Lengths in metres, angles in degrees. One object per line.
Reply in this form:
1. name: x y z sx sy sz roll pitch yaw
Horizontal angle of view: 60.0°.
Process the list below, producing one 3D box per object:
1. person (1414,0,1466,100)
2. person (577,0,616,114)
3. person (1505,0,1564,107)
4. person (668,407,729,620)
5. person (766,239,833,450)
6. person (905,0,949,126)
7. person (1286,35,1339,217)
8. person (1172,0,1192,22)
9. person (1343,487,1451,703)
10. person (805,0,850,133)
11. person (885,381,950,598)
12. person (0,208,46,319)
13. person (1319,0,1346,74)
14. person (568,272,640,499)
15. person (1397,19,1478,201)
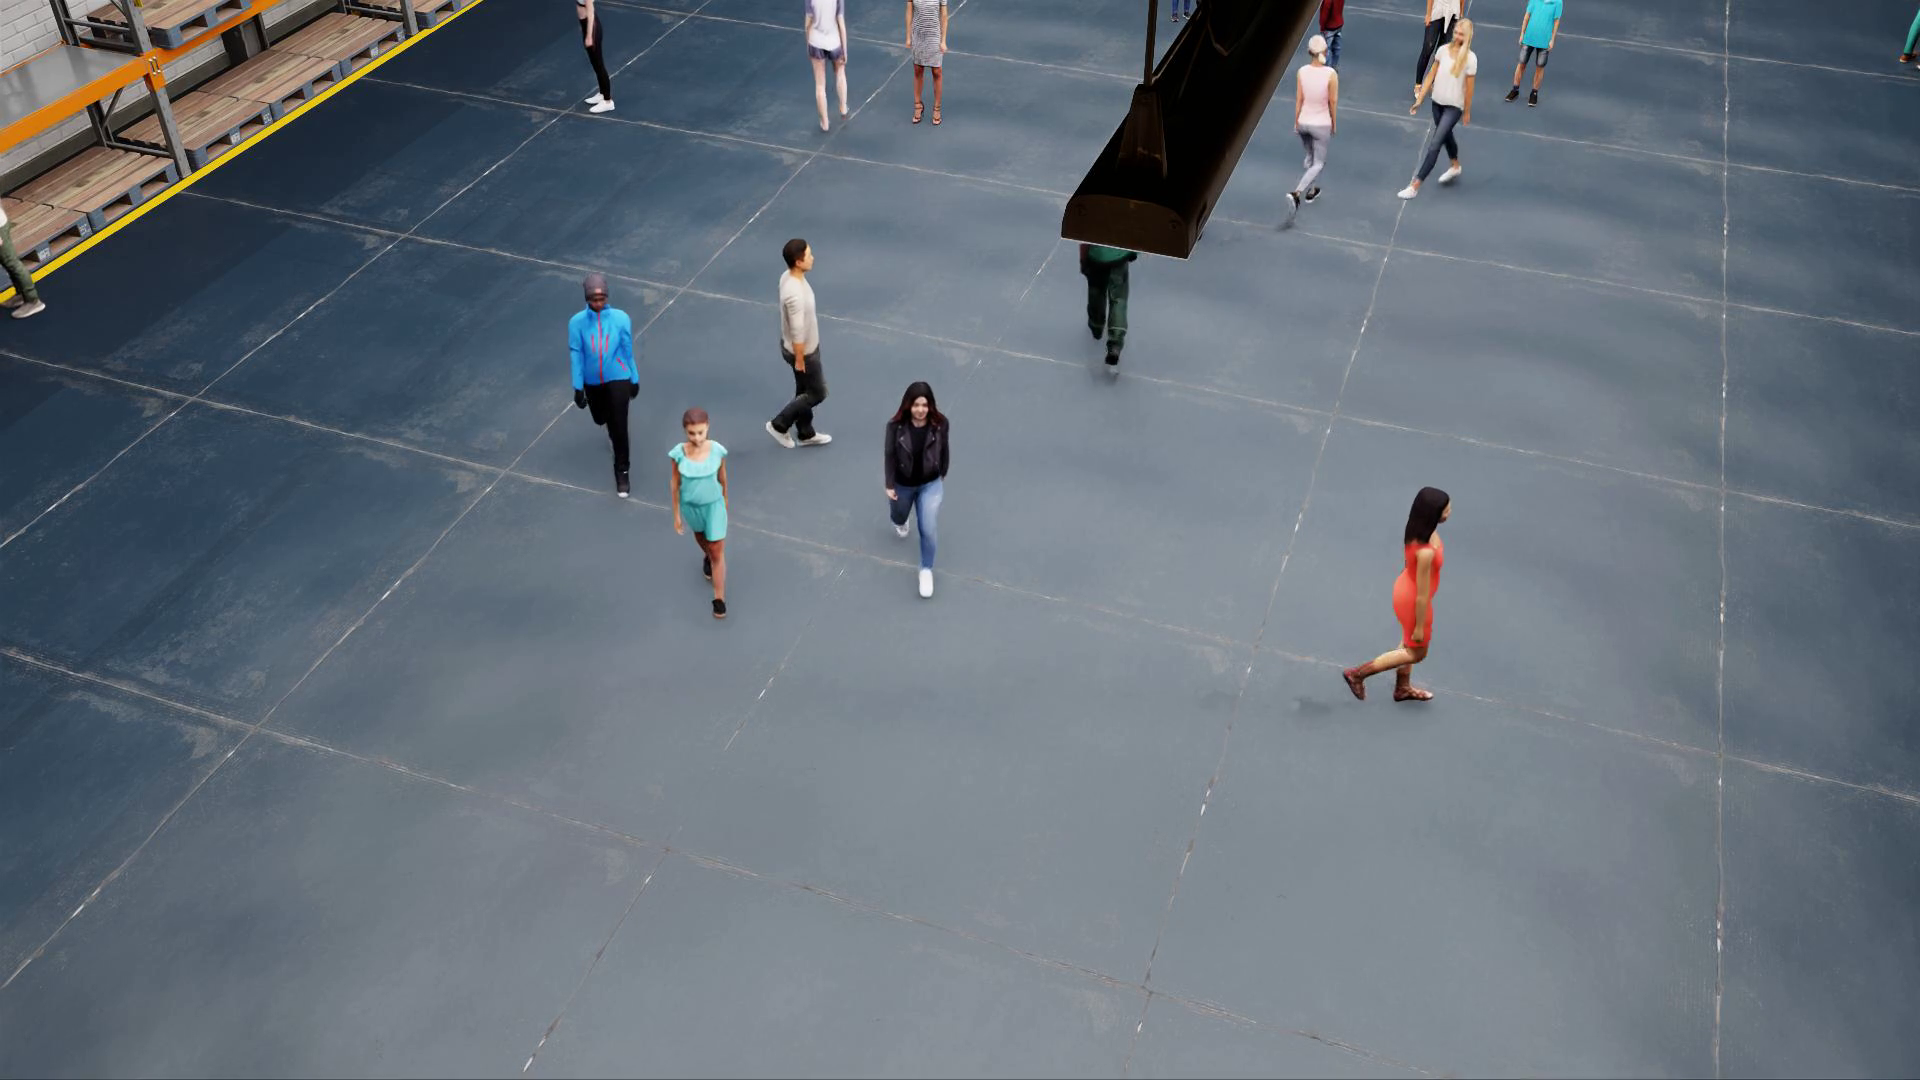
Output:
1. person: 5.224 -5.676 18.015 0.676 1.783 0.689 -7 39 -9
2. person: -3.933 -5.445 17.760 0.730 1.740 0.645 -11 40 -14
3. person: 6.259 -5.453 18.003 0.549 1.450 0.526 19 43 23
4. person: -1.783 -0.277 11.471 0.832 1.514 1.109 -2 39 -3
5. person: -1.312 -1.471 12.739 0.886 1.797 0.835 -7 39 -8
6. person: -0.339 -5.258 17.461 0.609 1.822 0.548 10 40 12
7. person: 3.351 -3.924 15.898 0.768 1.688 1.067 25 45 28
8. person: 2.708 -6.819 19.988 0.539 1.107 0.591 -9 40 -12
9. person: 2.785 0.399 10.468 0.817 1.708 0.874 2 39 2
10. person: -1.403 -5.110 17.336 0.768 1.747 0.913 -4 39 -5
11. person: -0.325 -0.435 11.593 0.874 1.608 1.110 -3 39 -4
12. person: -8.389 -2.725 14.424 0.677 1.653 0.658 -28 46 -30
13. person: 4.148 -5.733 18.512 0.631 1.252 0.533 32 48 33
14. person: -2.644 -1.247 12.479 0.963 1.770 1.204 -3 39 -4
15. person: 4.801 -4.206 16.199 1.262 1.753 1.086 -22 44 -25
